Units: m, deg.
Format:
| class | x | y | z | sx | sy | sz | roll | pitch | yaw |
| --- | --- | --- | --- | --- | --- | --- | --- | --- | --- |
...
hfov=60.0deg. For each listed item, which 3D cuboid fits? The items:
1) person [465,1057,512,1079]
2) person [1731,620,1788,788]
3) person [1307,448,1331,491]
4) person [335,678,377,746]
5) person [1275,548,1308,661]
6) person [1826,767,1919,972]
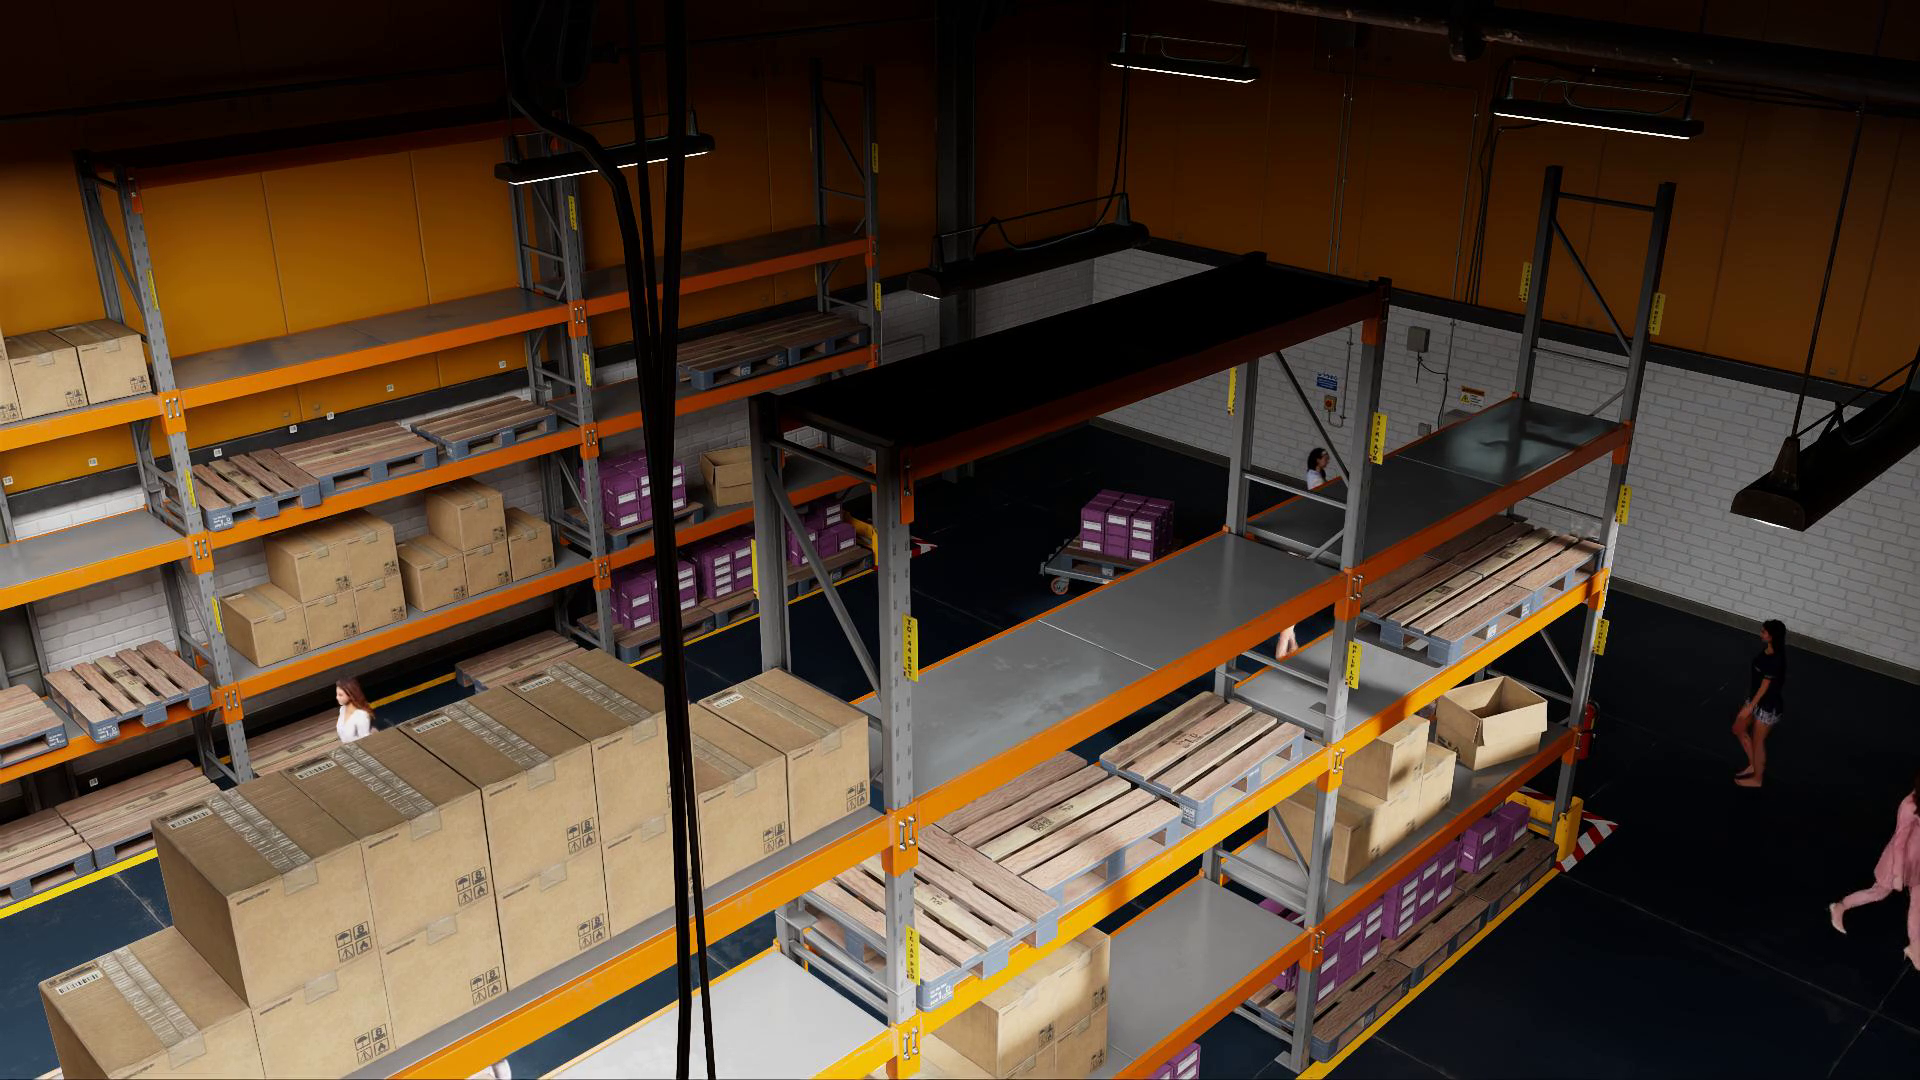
| class | x | y | z | sx | sy | sz | roll | pitch | yaw |
| --- | --- | --- | --- | --- | --- | --- | --- | --- | --- |
| person | -3.168 | 3.577 | 10.892 | 0.756 | 1.840 | 0.751 | 6 | 24 | 13 |
| person | 7.626 | 1.574 | 15.586 | 0.754 | 1.751 | 0.685 | 7 | 25 | 15 |
| person | 4.162 | -0.225 | 19.623 | 0.914 | 1.814 | 0.857 | -1 | 24 | -2 |
| person | -5.179 | 1.976 | 14.696 | 0.676 | 1.727 | 1.060 | 18 | 29 | 35 |
| person | 3.533 | 0.642 | 17.834 | 0.749 | 1.659 | 1.181 | 15 | 28 | 31 |
| person | 7.453 | 2.557 | 13.323 | 1.128 | 1.762 | 0.871 | -14 | 27 | -29 |
